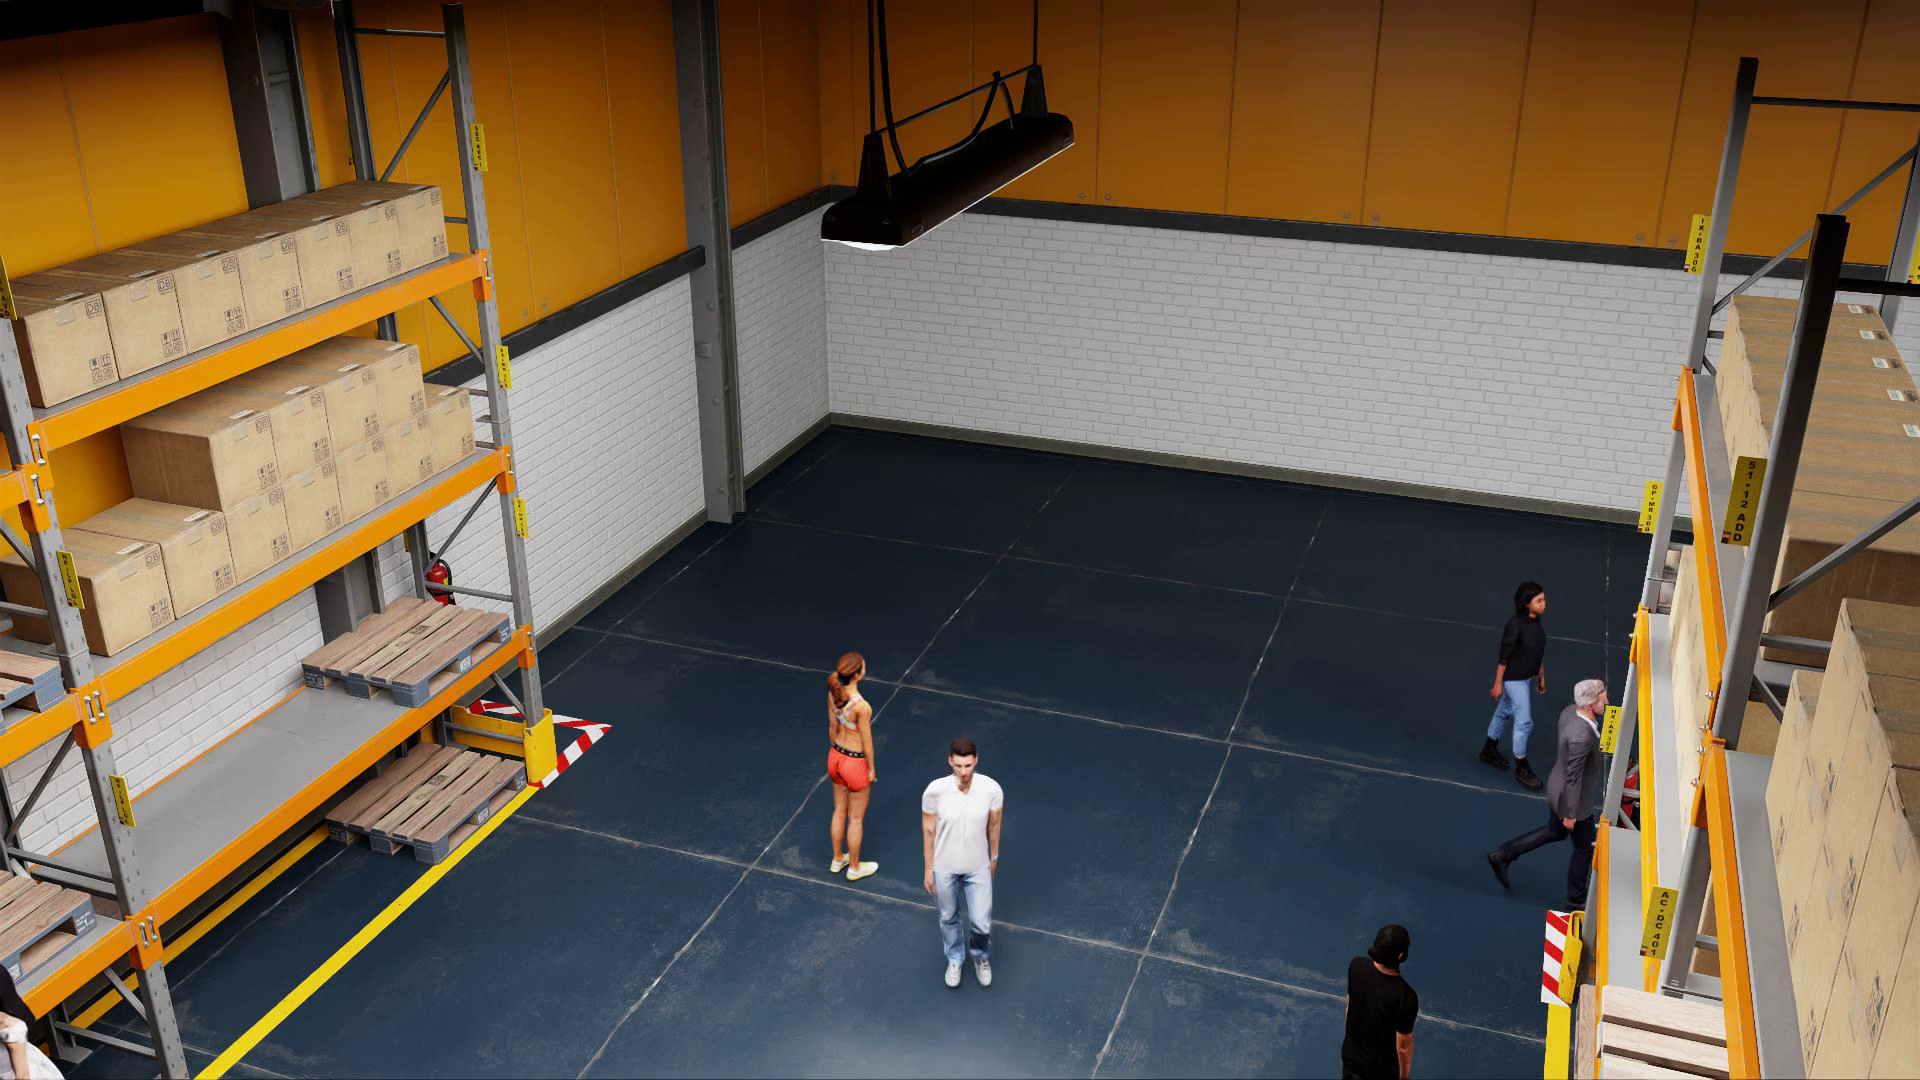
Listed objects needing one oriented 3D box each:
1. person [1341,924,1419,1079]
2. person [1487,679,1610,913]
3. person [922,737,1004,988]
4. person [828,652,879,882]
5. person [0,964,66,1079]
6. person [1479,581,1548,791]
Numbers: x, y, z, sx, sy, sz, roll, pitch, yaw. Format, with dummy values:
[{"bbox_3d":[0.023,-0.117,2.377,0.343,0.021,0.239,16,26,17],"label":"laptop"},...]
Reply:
[{"bbox_3d":[2.276,2.863,9.178,0.734,1.756,0.710,-16,28,-33],"label":"person"},{"bbox_3d":[4.188,1.774,11.597,0.876,1.814,1.069,5,24,12],"label":"person"},{"bbox_3d":[0.010,2.064,10.893,0.747,1.847,0.728,2,24,4],"label":"person"},{"bbox_3d":[-0.796,1.625,11.973,0.647,1.786,0.648,21,31,39],"label":"person"},{"bbox_3d":[-4.993,2.980,8.894,0.798,1.769,0.775,-19,30,-36],"label":"person"},{"bbox_3d":[4.377,1.095,13.322,0.893,1.676,0.873,-21,31,-39],"label":"person"}]
